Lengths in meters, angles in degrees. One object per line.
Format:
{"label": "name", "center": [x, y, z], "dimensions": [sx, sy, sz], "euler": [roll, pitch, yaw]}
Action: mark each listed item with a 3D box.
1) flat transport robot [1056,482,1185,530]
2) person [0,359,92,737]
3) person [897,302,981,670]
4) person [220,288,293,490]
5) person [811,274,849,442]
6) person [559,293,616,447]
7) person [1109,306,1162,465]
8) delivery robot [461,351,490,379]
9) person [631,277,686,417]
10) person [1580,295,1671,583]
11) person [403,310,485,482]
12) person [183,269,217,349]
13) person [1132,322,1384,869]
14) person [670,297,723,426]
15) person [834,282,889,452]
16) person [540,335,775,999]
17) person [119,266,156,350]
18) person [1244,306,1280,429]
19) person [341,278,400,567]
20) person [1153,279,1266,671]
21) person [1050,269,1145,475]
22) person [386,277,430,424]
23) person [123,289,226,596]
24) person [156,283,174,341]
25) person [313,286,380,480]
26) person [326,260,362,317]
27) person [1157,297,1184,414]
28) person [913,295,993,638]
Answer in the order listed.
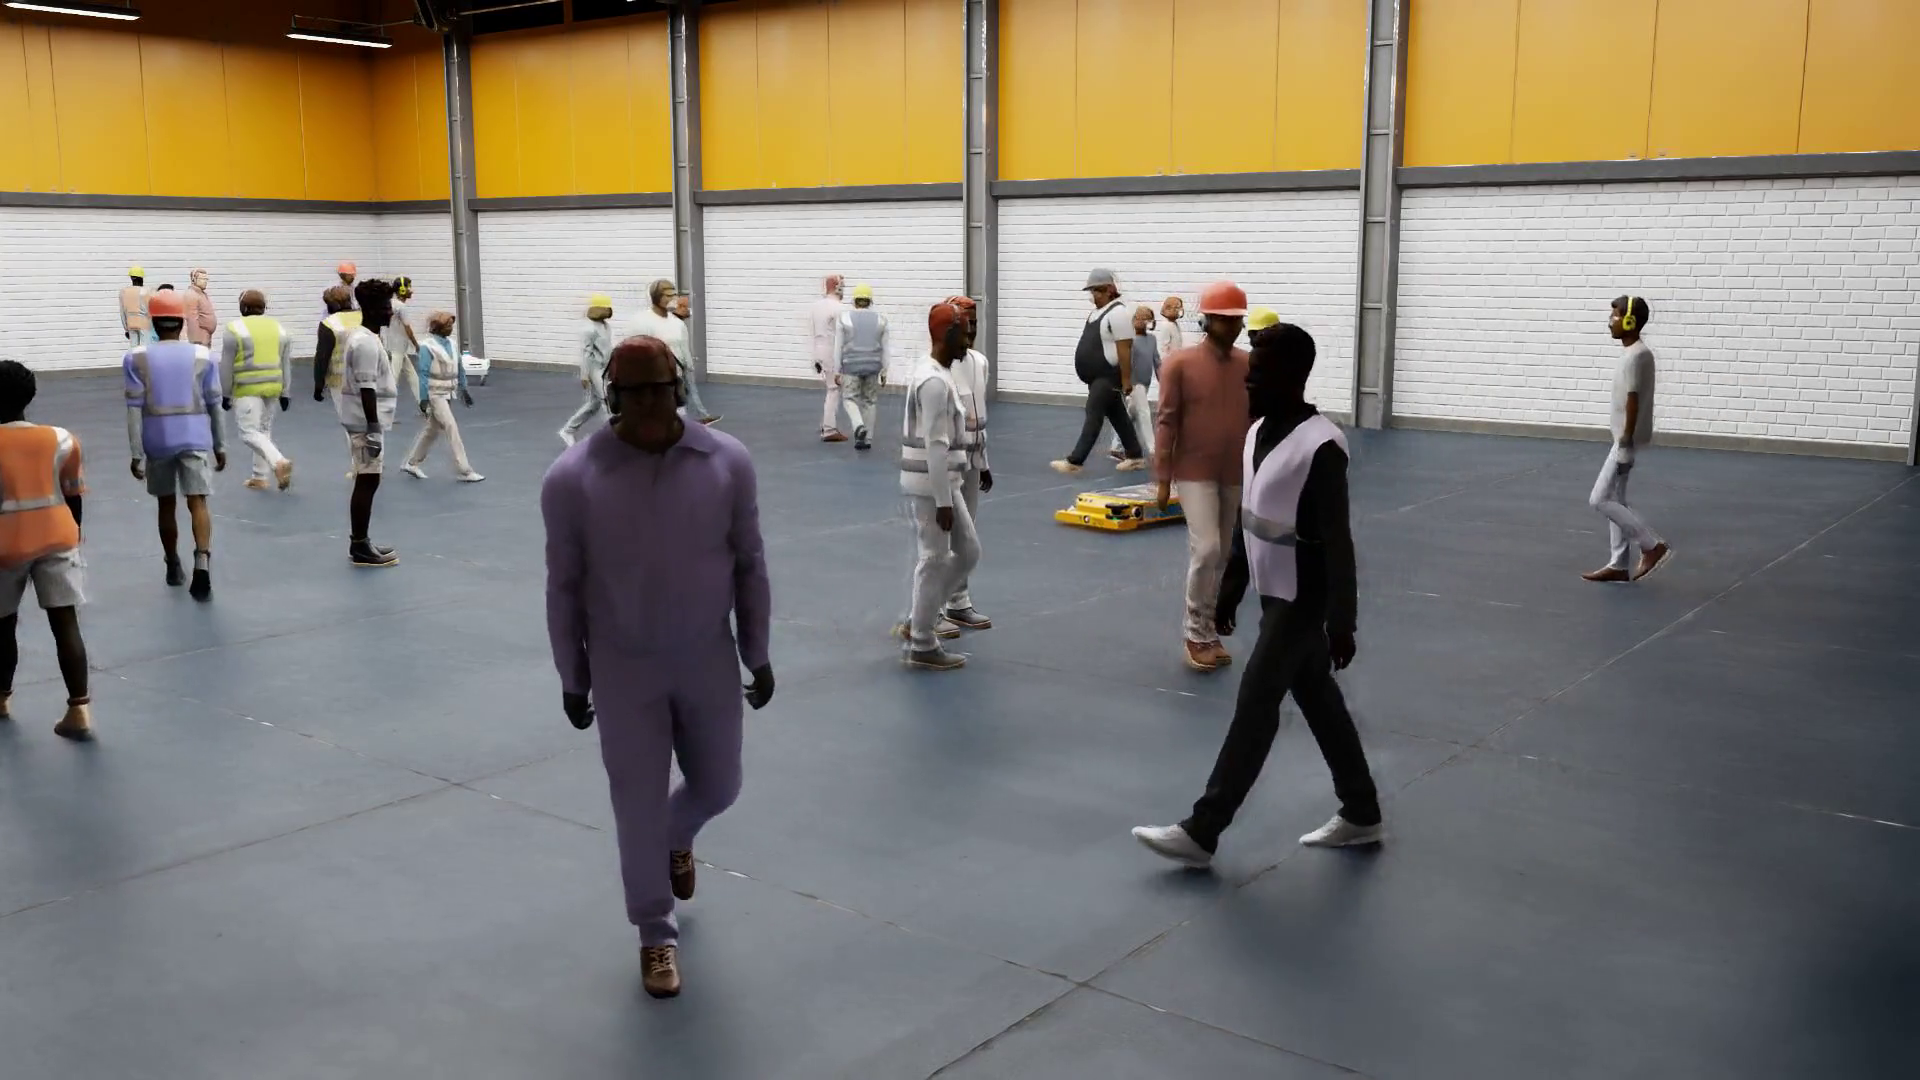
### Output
{"label": "flat transport robot", "center": [1.483, -0.284, 13.205], "dimensions": [1.431, 0.197, 0.652], "euler": [-9, 13, -43]}
{"label": "person", "center": [-4.126, 0.031, 7.345], "dimensions": [0.865, 1.647, 0.548], "euler": [8, 13, 41]}
{"label": "person", "center": [-0.090, -0.261, 8.415], "dimensions": [0.419, 1.865, 0.622], "euler": [1, 10, 4]}
{"label": "person", "center": [-6.195, -1.318, 14.749], "dimensions": [0.768, 1.813, 0.618], "euler": [6, 11, 30]}
{"label": "person", "center": [-1.376, -2.046, 18.779], "dimensions": [0.503, 1.891, 0.646], "euler": [-5, 11, -28]}
{"label": "person", "center": [-3.933, -1.797, 17.822], "dimensions": [0.844, 1.711, 0.488], "euler": [2, 10, 11]}
{"label": "person", "center": [1.823, -1.553, 16.762], "dimensions": [0.841, 1.583, 0.509], "euler": [8, 12, 38]}
{"label": "delivery robot", "center": [-7.943, -2.803, 26.772], "dimensions": [0.707, 0.478, 0.477], "euler": [-4, 11, -23]}
{"label": "person", "center": [-2.525, -1.215, 13.816], "dimensions": [0.578, 1.922, 0.644], "euler": [4, 10, 22]}
{"label": "person", "center": [4.237, -0.620, 10.559], "dimensions": [0.451, 1.852, 0.543], "euler": [4, 11, 23]}
{"label": "person", "center": [-4.852, -1.338, 15.481], "dimensions": [0.866, 1.594, 0.529], "euler": [2, 10, 14]}
{"label": "person", "center": [-10.668, -2.855, 23.425], "dimensions": [0.401, 1.904, 0.646], "euler": [-2, 10, -12]}
{"label": "person", "center": [1.077, 0.199, 5.735], "dimensions": [1.003, 1.873, 0.611], "euler": [-2, 10, -10]}
{"label": "person", "center": [-3.322, -2.142, 20.191], "dimensions": [0.851, 1.588, 0.521], "euler": [-2, 10, -9]}
{"label": "person", "center": [-1.028, -1.815, 17.600], "dimensions": [0.604, 1.821, 0.554], "euler": [-3, 10, -16]}
{"label": "person", "center": [-0.898, 0.331, 4.938], "dimensions": [0.653, 1.884, 0.694], "euler": [-4, 11, -22]}
{"label": "person", "center": [-13.032, -3.385, 26.442], "dimensions": [0.588, 1.927, 0.370], "euler": [1, 10, 7]}
{"label": "person", "center": [2.024, -0.675, 11.134], "dimensions": [0.330, 1.769, 0.526], "euler": [-8, 12, -39]}
{"label": "person", "center": [-3.997, -0.794, 11.311], "dimensions": [0.400, 1.952, 0.619], "euler": [-4, 10, -21]}
{"label": "person", "center": [1.331, -0.313, 8.394], "dimensions": [0.642, 1.977, 0.597], "euler": [-4, 11, -23]}
{"label": "person", "center": [1.374, -1.655, 16.039], "dimensions": [1.036, 2.000, 0.686], "euler": [-3, 10, -15]}
{"label": "person", "center": [-6.893, -2.352, 20.730], "dimensions": [0.949, 1.825, 0.509], "euler": [-5, 11, -25]}
{"label": "person", "center": [-4.870, -0.606, 10.362], "dimensions": [0.554, 1.909, 0.912], "euler": [-5, 11, -26]}
{"label": "person", "center": [-11.702, -2.955, 24.646], "dimensions": [0.378, 1.680, 0.547], "euler": [-4, 11, -24]}
{"label": "person", "center": [-5.742, -1.457, 15.539], "dimensions": [0.564, 1.815, 0.643], "euler": [5, 11, 29]}
{"label": "person", "center": [-9.363, -3.269, 25.496], "dimensions": [0.464, 2.019, 0.653], "euler": [5, 11, 26]}
{"label": "person", "center": [2.393, -1.928, 18.814], "dimensions": [0.280, 1.633, 0.500], "euler": [4, 11, 23]}
{"label": "person", "center": [-0.029, -0.411, 9.254], "dimensions": [0.337, 1.882, 0.585], "euler": [8, 12, 38]}
